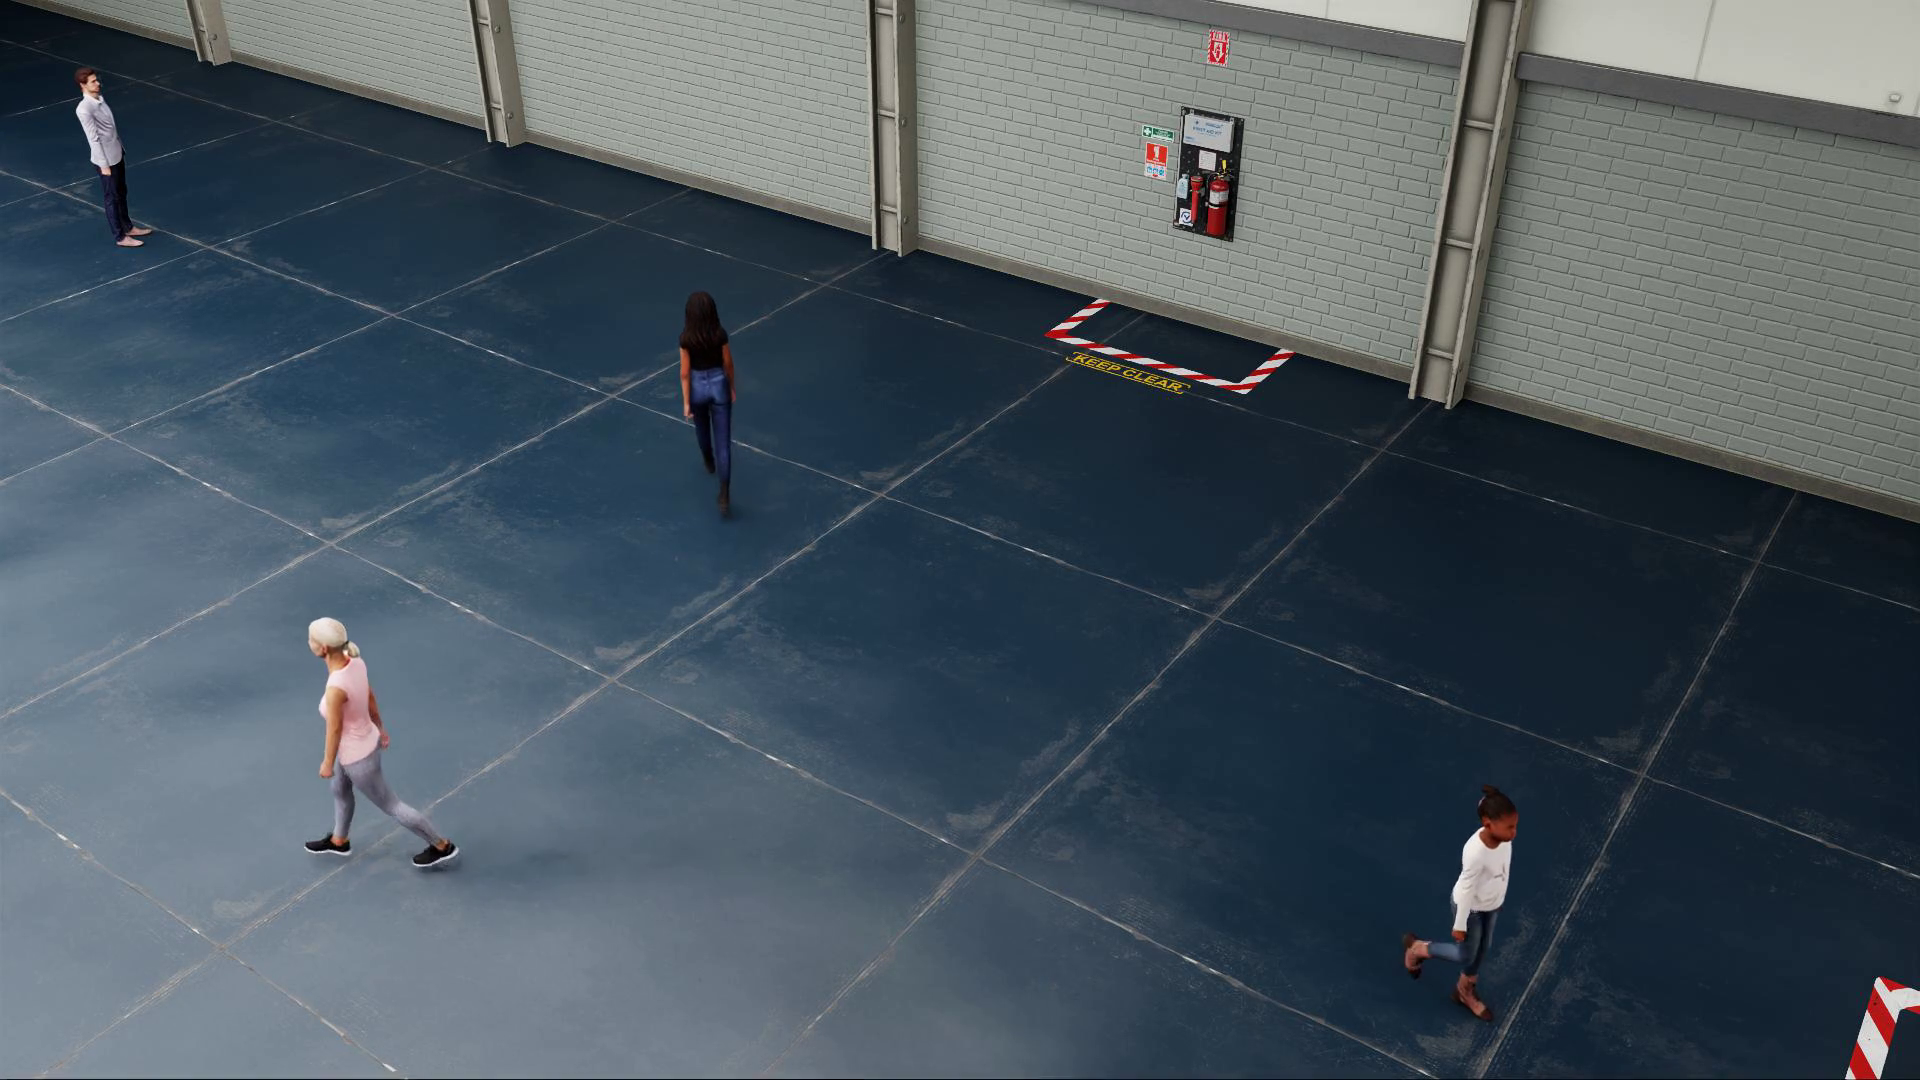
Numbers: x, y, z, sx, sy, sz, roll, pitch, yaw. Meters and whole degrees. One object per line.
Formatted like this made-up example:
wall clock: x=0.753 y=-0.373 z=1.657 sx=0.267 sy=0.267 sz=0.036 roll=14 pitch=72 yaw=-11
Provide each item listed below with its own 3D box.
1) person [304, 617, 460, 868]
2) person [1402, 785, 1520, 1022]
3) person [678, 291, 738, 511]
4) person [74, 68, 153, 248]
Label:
person: x=-3.275 y=1.186 z=9.295 sx=1.151 sy=1.687 sz=1.025 roll=-2 pitch=32 yaw=-4
person: x=2.581 y=1.829 z=8.503 sx=0.637 sy=1.445 sz=0.829 roll=-26 pitch=41 yaw=-35
person: x=-1.907 y=-1.042 z=12.824 sx=1.101 sy=1.690 sz=1.225 roll=-8 pitch=33 yaw=-13
person: x=-8.921 y=-4.016 z=17.387 sx=0.807 sy=1.852 sz=0.759 roll=-4 pitch=32 yaw=-6
